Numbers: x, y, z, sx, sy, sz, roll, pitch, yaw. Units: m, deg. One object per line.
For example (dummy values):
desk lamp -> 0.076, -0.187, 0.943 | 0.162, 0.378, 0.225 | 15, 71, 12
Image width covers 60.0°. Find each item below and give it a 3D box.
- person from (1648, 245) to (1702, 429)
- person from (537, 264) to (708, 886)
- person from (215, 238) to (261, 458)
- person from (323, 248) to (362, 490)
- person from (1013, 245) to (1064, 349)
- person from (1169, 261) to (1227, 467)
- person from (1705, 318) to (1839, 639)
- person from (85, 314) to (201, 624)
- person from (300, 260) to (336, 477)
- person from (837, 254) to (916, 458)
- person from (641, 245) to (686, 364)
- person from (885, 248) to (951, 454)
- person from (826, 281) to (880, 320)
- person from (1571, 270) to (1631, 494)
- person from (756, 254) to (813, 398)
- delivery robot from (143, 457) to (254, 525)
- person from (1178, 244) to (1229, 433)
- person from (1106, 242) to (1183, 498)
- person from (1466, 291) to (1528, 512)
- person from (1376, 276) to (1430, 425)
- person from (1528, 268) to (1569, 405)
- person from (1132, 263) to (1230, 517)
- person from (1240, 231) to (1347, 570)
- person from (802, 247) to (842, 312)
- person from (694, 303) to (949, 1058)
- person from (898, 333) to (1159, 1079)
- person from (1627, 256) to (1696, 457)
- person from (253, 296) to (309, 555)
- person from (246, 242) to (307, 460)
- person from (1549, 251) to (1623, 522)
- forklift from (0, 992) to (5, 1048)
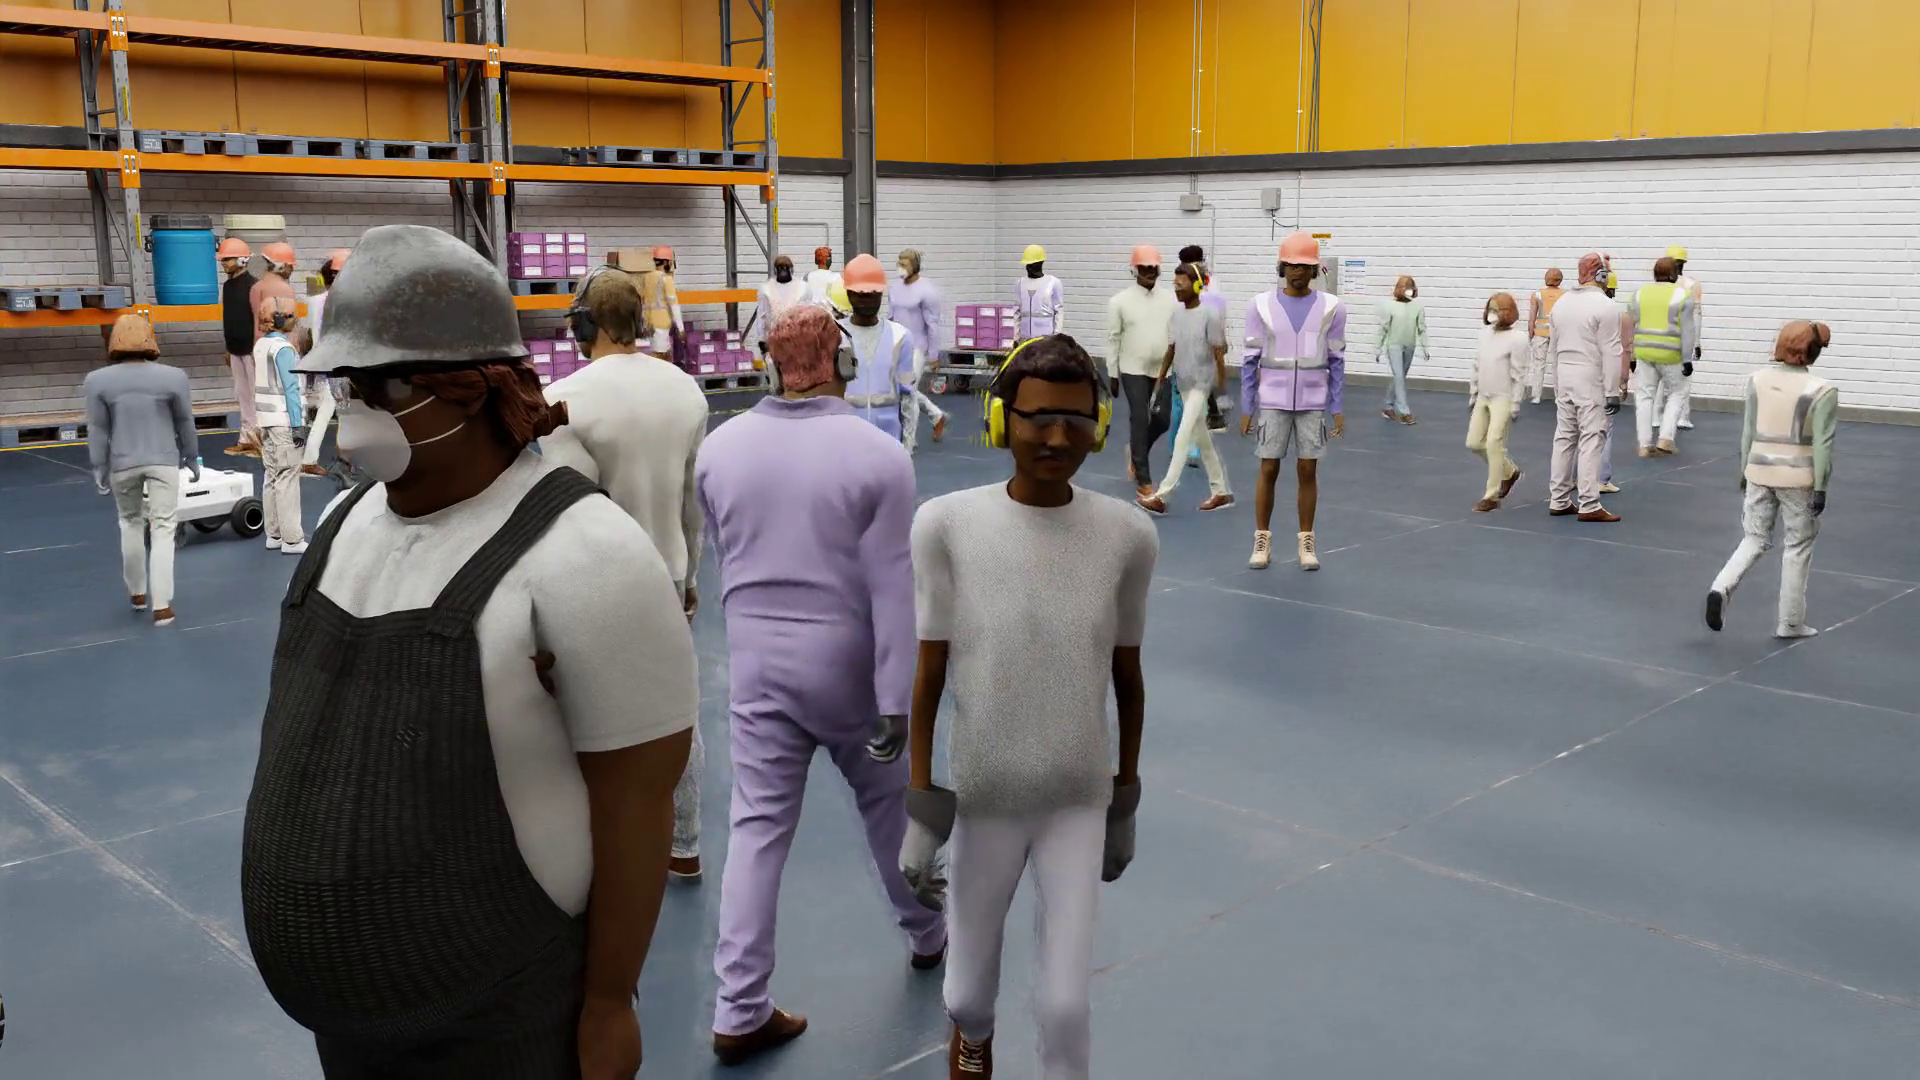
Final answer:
person -> 7.444, -2.116, 17.416 | 0.646, 1.920, 0.395 | 10, 14, 43
person -> -1.006, 0.152, 4.998 | 0.354, 1.936, 0.635 | 7, 12, 33
person -> -6.537, -1.747, 15.194 | 0.614, 1.993, 0.395 | 8, 13, 36
person -> -4.731, -1.297, 12.956 | 0.394, 1.922, 0.540 | -8, 13, -37
person -> 0.822, -2.210, 17.932 | 0.591, 1.916, 0.389 | 7, 12, 32
person -> 2.066, -1.574, 14.822 | 0.584, 1.781, 0.998 | 1, 10, 3
person -> 4.045, -0.286, 8.247 | 0.592, 1.620, 0.523 | -6, 12, -28
person -> -4.312, -0.385, 8.833 | 0.505, 1.609, 0.713 | -3, 11, -17
person -> -5.261, -1.455, 14.102 | 0.579, 1.808, 0.951 | 6, 12, 31
person -> -0.485, -0.506, 8.625 | 0.541, 1.929, 0.385 | -2, 11, -12
person -> -3.517, -2.607, 20.140 | 0.950, 1.889, 0.574 | -9, 14, -41
person -> -0.388, -1.755, 15.463 | 0.768, 1.914, 0.638 | -9, 13, -39
person -> -0.791, -0.601, 9.537 | 0.870, 1.789, 0.634 | -4, 11, -22
person -> 5.005, -1.248, 13.101 | 0.535, 1.767, 0.315 | 9, 14, 40
person -> -1.940, -2.268, 18.537 | 0.638, 1.823, 0.722 | 0, 10, 0
delivery robot -> -5.053, -0.305, 11.008 | 0.477, 0.478, 0.707 | 5, 12, 27
person -> 2.507, -2.057, 17.067 | 0.553, 1.922, 0.623 | 5, 11, 24
person -> 1.440, -1.340, 13.040 | 0.619, 1.976, 0.797 | -3, 11, -16
person -> 3.974, -1.018, 12.237 | 0.467, 1.616, 0.513 | -4, 11, -23
person -> 4.794, -2.068, 18.047 | 0.533, 1.587, 0.860 | -3, 11, -15
person -> 7.058, -2.428, 19.885 | 0.523, 1.636, 0.310 | 4, 11, 19
person -> 1.628, -1.081, 12.042 | 0.968, 1.817, 0.549 | -6, 12, -29
person -> 2.017, -0.827, 10.048 | 0.650, 2.039, 0.392 | 1, 10, 5
person -> -1.644, -2.605, 20.183 | 0.574, 1.883, 0.355 | 5, 11, 24
person -> -0.369, 0.329, 4.286 | 0.645, 1.852, 0.971 | 4, 11, 19
person -> 0.127, 0.502, 3.350 | 0.521, 1.845, 0.731 | -1, 10, -3
person -> 6.421, -1.668, 15.208 | 0.521, 1.829, 0.653 | -9, 14, -41
person -> -4.312, -0.725, 10.591 | 0.308, 1.639, 0.524 | -9, 14, -41
person -> -6.053, -1.626, 14.625 | 0.612, 1.968, 0.624 | 6, 12, 32
person -> 4.467, -1.084, 11.822 | 0.411, 1.908, 0.643 | -4, 11, -20
forklift -> -3.245, 0.323, 3.363 | 2.313, 2.155, 1.214 | 2, 11, 13
